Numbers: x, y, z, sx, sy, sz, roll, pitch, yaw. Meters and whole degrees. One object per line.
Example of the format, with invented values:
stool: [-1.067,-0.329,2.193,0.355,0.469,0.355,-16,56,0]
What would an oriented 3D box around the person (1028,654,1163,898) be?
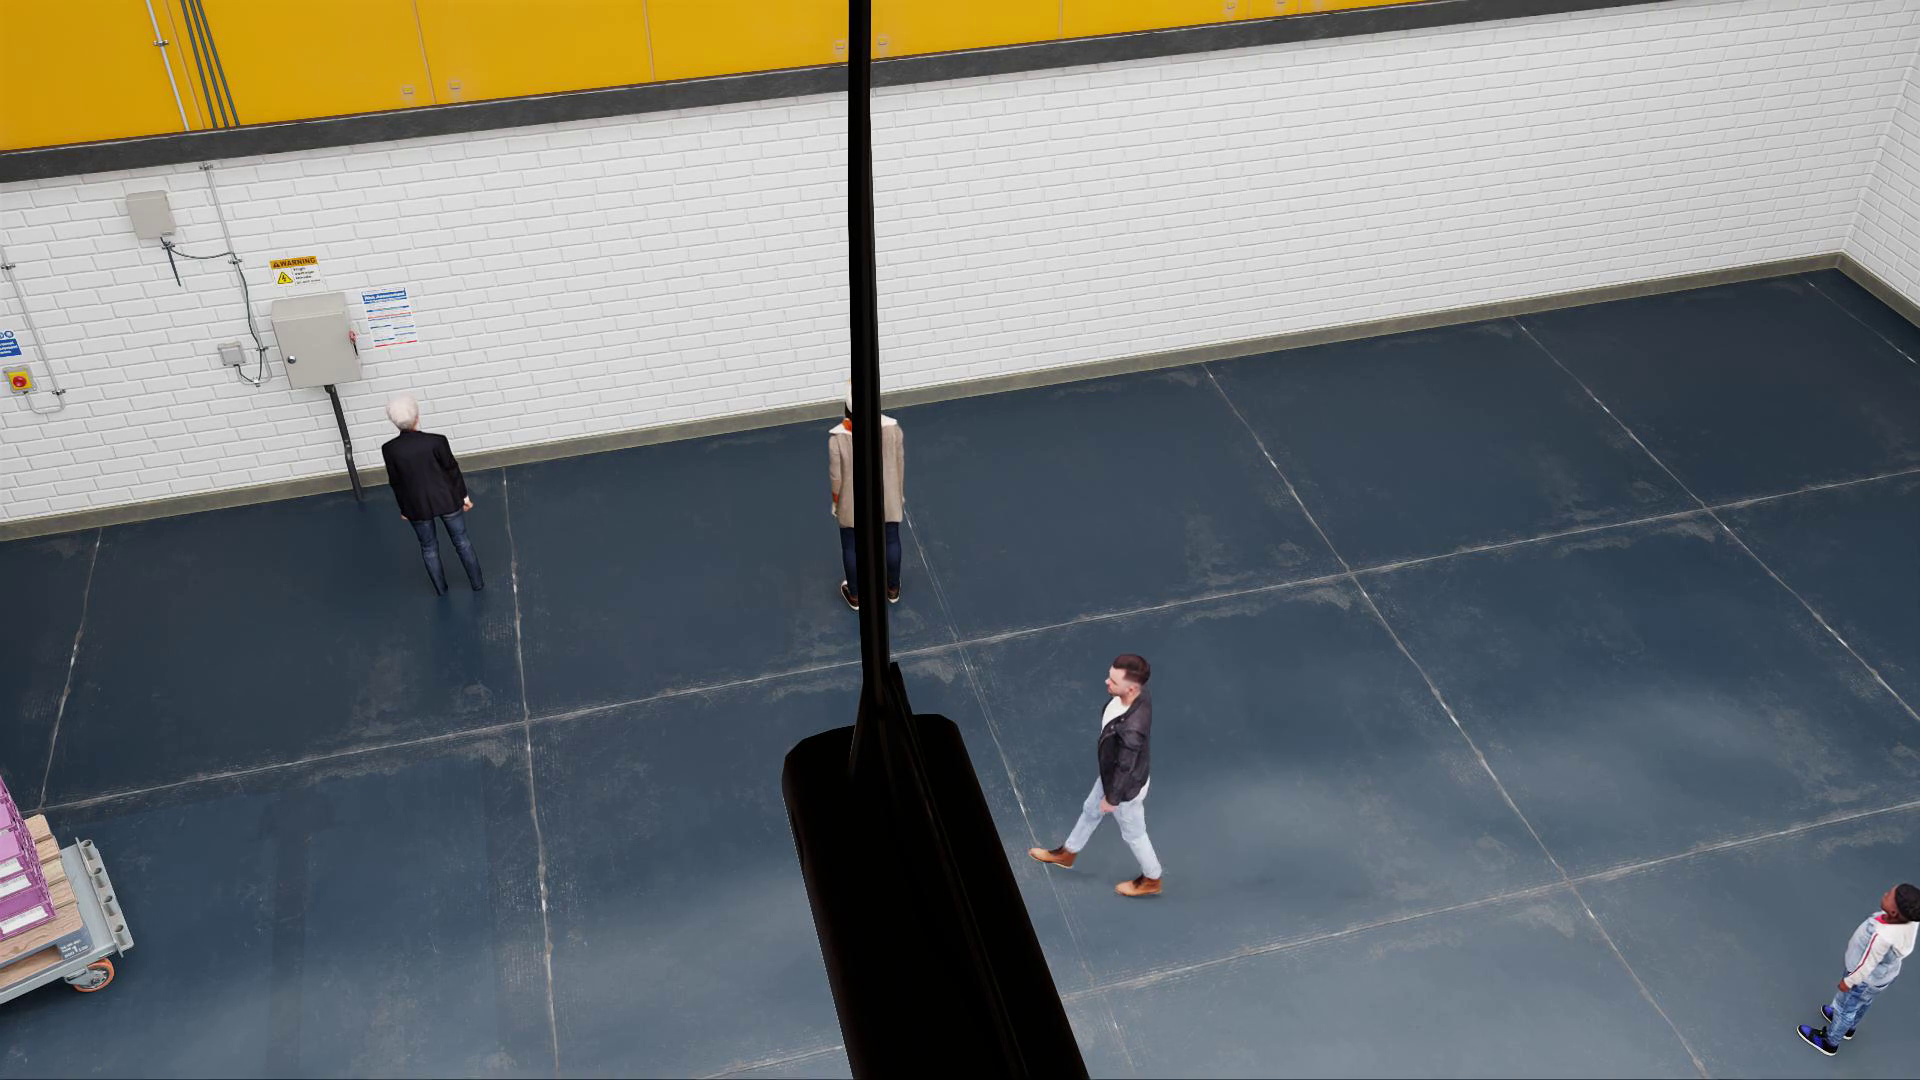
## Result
person: [1.002,1.364,9.385,0.965,1.802,1.070,3,39,4]

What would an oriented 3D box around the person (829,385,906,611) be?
person: [-0.636,-0.325,11.431,0.661,1.890,0.629,-10,40,-12]

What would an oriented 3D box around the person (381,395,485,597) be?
person: [-3.662,-0.266,11.698,0.748,1.778,0.596,-7,39,-8]

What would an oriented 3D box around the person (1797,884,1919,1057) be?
person: [4.777,2.239,8.723,0.543,1.261,0.574,-23,44,-26]
